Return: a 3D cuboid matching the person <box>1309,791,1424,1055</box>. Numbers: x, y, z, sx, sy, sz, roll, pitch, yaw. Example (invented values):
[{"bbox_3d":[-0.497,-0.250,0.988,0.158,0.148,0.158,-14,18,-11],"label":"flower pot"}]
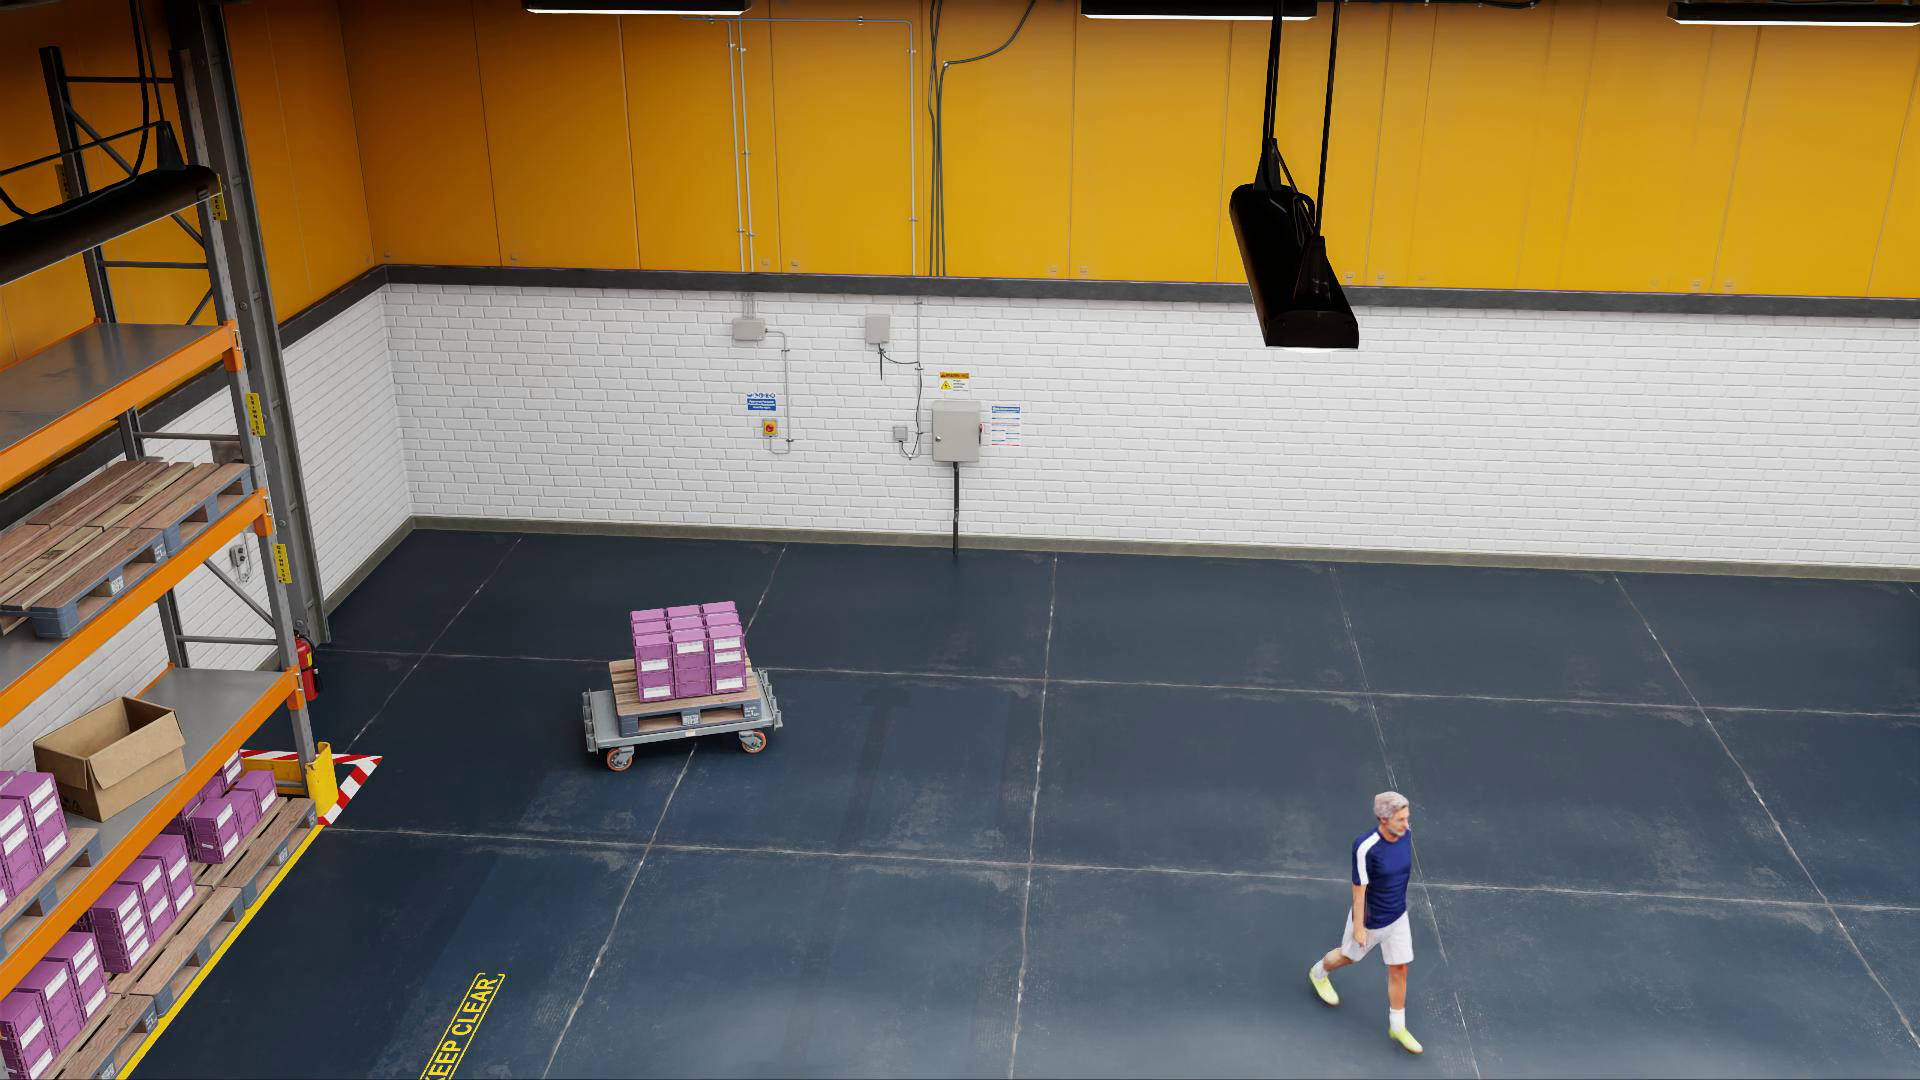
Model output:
[{"bbox_3d":[2.652,2.402,10.861,1.104,1.799,1.248,-15,28,-30],"label":"person"}]
